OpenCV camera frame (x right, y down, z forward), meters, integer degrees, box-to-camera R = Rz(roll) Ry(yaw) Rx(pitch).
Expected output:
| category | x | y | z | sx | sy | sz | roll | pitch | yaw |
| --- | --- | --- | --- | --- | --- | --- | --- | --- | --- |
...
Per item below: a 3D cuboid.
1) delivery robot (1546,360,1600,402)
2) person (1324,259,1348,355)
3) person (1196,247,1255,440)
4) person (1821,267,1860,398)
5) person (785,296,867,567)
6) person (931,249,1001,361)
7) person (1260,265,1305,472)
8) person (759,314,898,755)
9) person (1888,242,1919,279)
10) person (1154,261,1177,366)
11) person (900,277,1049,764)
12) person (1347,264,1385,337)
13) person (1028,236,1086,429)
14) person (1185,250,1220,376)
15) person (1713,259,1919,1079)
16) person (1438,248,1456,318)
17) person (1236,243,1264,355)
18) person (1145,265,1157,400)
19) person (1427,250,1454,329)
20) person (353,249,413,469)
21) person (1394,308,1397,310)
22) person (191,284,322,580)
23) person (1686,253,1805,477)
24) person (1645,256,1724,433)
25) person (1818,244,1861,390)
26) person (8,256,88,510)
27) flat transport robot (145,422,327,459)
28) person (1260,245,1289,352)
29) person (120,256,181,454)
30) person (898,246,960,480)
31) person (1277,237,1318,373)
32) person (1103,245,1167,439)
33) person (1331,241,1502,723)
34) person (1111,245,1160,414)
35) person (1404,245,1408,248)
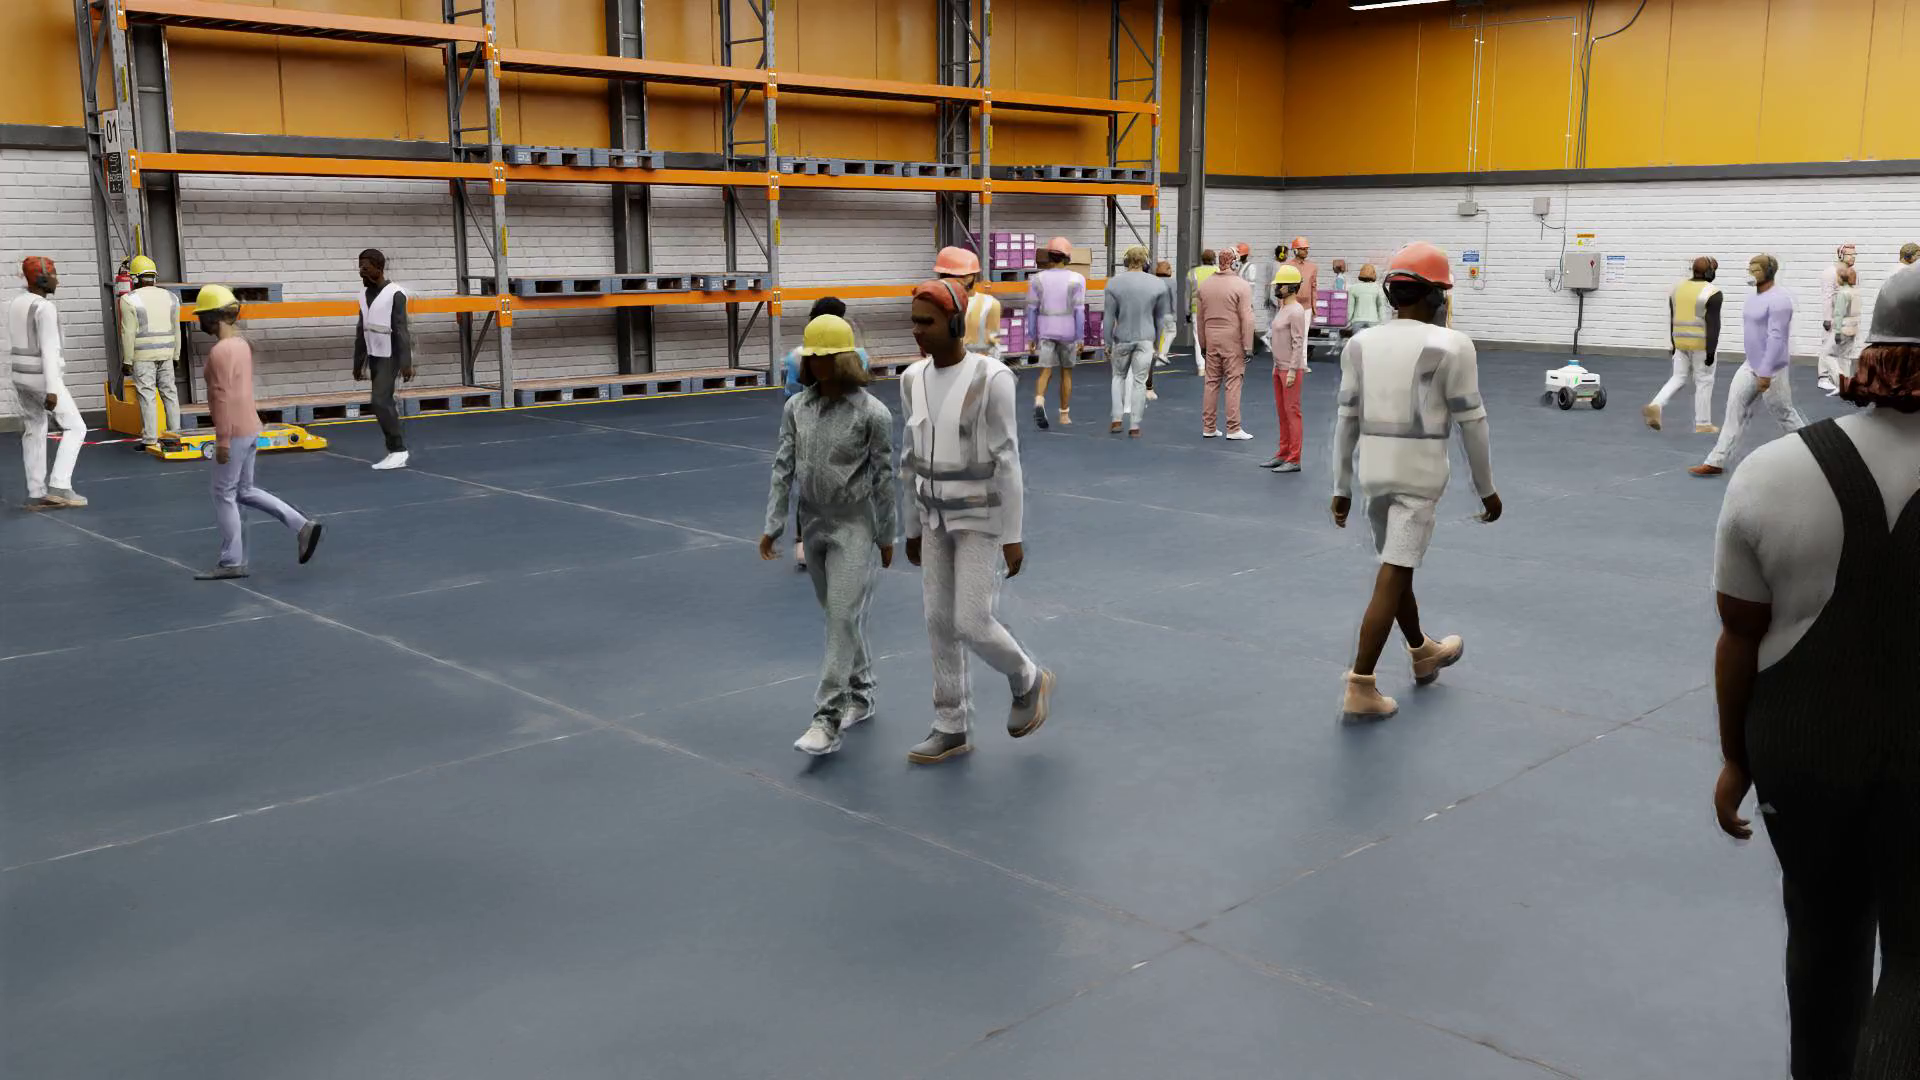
| category | x | y | z | sx | sy | sz | roll | pitch | yaw |
| --- | --- | --- | --- | --- | --- | --- | --- | --- | --- |
| delivery robot | 7.196 | -1.869 | 19.532 | 0.477 | 0.478 | 0.707 | -2 | 10 | -10 |
| person | 6.419 | -3.906 | 27.966 | 0.467 | 1.623 | 0.533 | 3 | 11 | 15 |
| person | 2.657 | -1.944 | 16.512 | 0.409 | 1.906 | 0.652 | -10 | 14 | -43 |
| person | 10.970 | -2.571 | 20.695 | 0.507 | 1.626 | 0.367 | -8 | 13 | -37 |
| person | -0.829 | -0.673 | 10.274 | 0.543 | 1.654 | 0.862 | 2 | 11 | 12 |
| person | 0.056 | -1.282 | 12.878 | 0.542 | 1.919 | 0.605 | 2 | 11 | 13 |
| person | 2.793 | -1.463 | 14.275 | 0.311 | 1.769 | 0.522 | -1 | 10 | -7 |
| person | -0.543 | -0.019 | 6.567 | 0.496 | 1.715 | 0.847 | 6 | 12 | 31 |
| person | 11.741 | -2.738 | 20.770 | 0.372 | 1.934 | 0.627 | 4 | 11 | 20 |
| person | 3.157 | -3.507 | 25.787 | 0.527 | 1.617 | 0.349 | 8 | 13 | 36 |
| person | 0.047 | -0.066 | 6.377 | 0.544 | 1.867 | 0.601 | -10 | 14 | -44 |
| person | 5.593 | -2.987 | 22.945 | 0.507 | 1.632 | 0.264 | 3 | 11 | 16 |
| person | 0.994 | -2.159 | 17.400 | 0.613 | 2.020 | 0.878 | 3 | 11 | 16 |
| person | 3.617 | -3.323 | 24.299 | 0.654 | 1.802 | 0.901 | 2 | 11 | 13 |
| person | 1.844 | 0.413 | 3.293 | 0.688 | 2.000 | 0.933 | 9 | 13 | 39 |
| person | 7.606 | -3.722 | 26.447 | 0.605 | 1.815 | 0.548 | -3 | 11 | -15 |
| person | 4.792 | -4.028 | 27.910 | 0.662 | 1.905 | 0.613 | -4 | 11 | -23 |
| person | 2.213 | -2.567 | 20.472 | 0.537 | 1.698 | 0.320 | 4 | 11 | 22 |
| person | 6.174 | -2.873 | 21.743 | 0.510 | 1.846 | 0.341 | 1 | 10 | 6 |
| person | -5.007 | -1.545 | 14.341 | 0.638 | 1.901 | 0.515 | 9 | 14 | 39 |
| person | 7.598 | -3.991 | 27.912 | 0.652 | 1.813 | 0.748 | 3 | 11 | 15 |
| person | -4.200 | -0.631 | 9.814 | 0.625 | 1.744 | 0.539 | -2 | 11 | -10 |
| person | 6.687 | -1.428 | 13.786 | 1.034 | 1.887 | 0.650 | 0 | 10 | -1 |
| person | 7.425 | -1.976 | 16.929 | 0.746 | 1.825 | 0.631 | -4 | 11 | -22 |
| person | 11.619 | -2.937 | 21.928 | 0.642 | 1.909 | 0.410 | -6 | 12 | -29 |
| person | -6.746 | -1.152 | 12.290 | 0.592 | 1.867 | 0.494 | 6 | 12 | 31 |
| flat transport robot | -6.722 | -0.932 | 15.455 | 1.431 | 0.197 | 0.652 | -9 | 13 | -39 |
| person | 5.437 | -4.155 | 28.757 | 0.445 | 1.848 | 0.628 | -4 | 11 | -21 |
| person | -7.539 | -1.720 | 15.489 | 0.404 | 1.832 | 0.600 | 6 | 12 | 28 |
| person | -0.007 | -1.458 | 13.791 | 0.995 | 1.940 | 0.625 | -3 | 11 | -14 |
| person | 4.976 | -3.457 | 24.511 | 0.622 | 1.996 | 0.368 | -2 | 11 | -12 |
| person | 1.746 | -1.984 | 16.708 | 0.635 | 1.914 | 0.636 | 1 | 10 | 3 |
| person | 1.953 | -0.258 | 7.096 | 1.050 | 1.986 | 0.633 | -8 | 13 | -37 |
| person | 2.051 | -2.392 | 18.941 | 0.762 | 1.900 | 0.627 | -9 | 14 | -40 |
| person | 7.598 | -4.043 | 28.113 | 0.571 | 1.850 | 0.539 | 5 | 11 | 24 |
